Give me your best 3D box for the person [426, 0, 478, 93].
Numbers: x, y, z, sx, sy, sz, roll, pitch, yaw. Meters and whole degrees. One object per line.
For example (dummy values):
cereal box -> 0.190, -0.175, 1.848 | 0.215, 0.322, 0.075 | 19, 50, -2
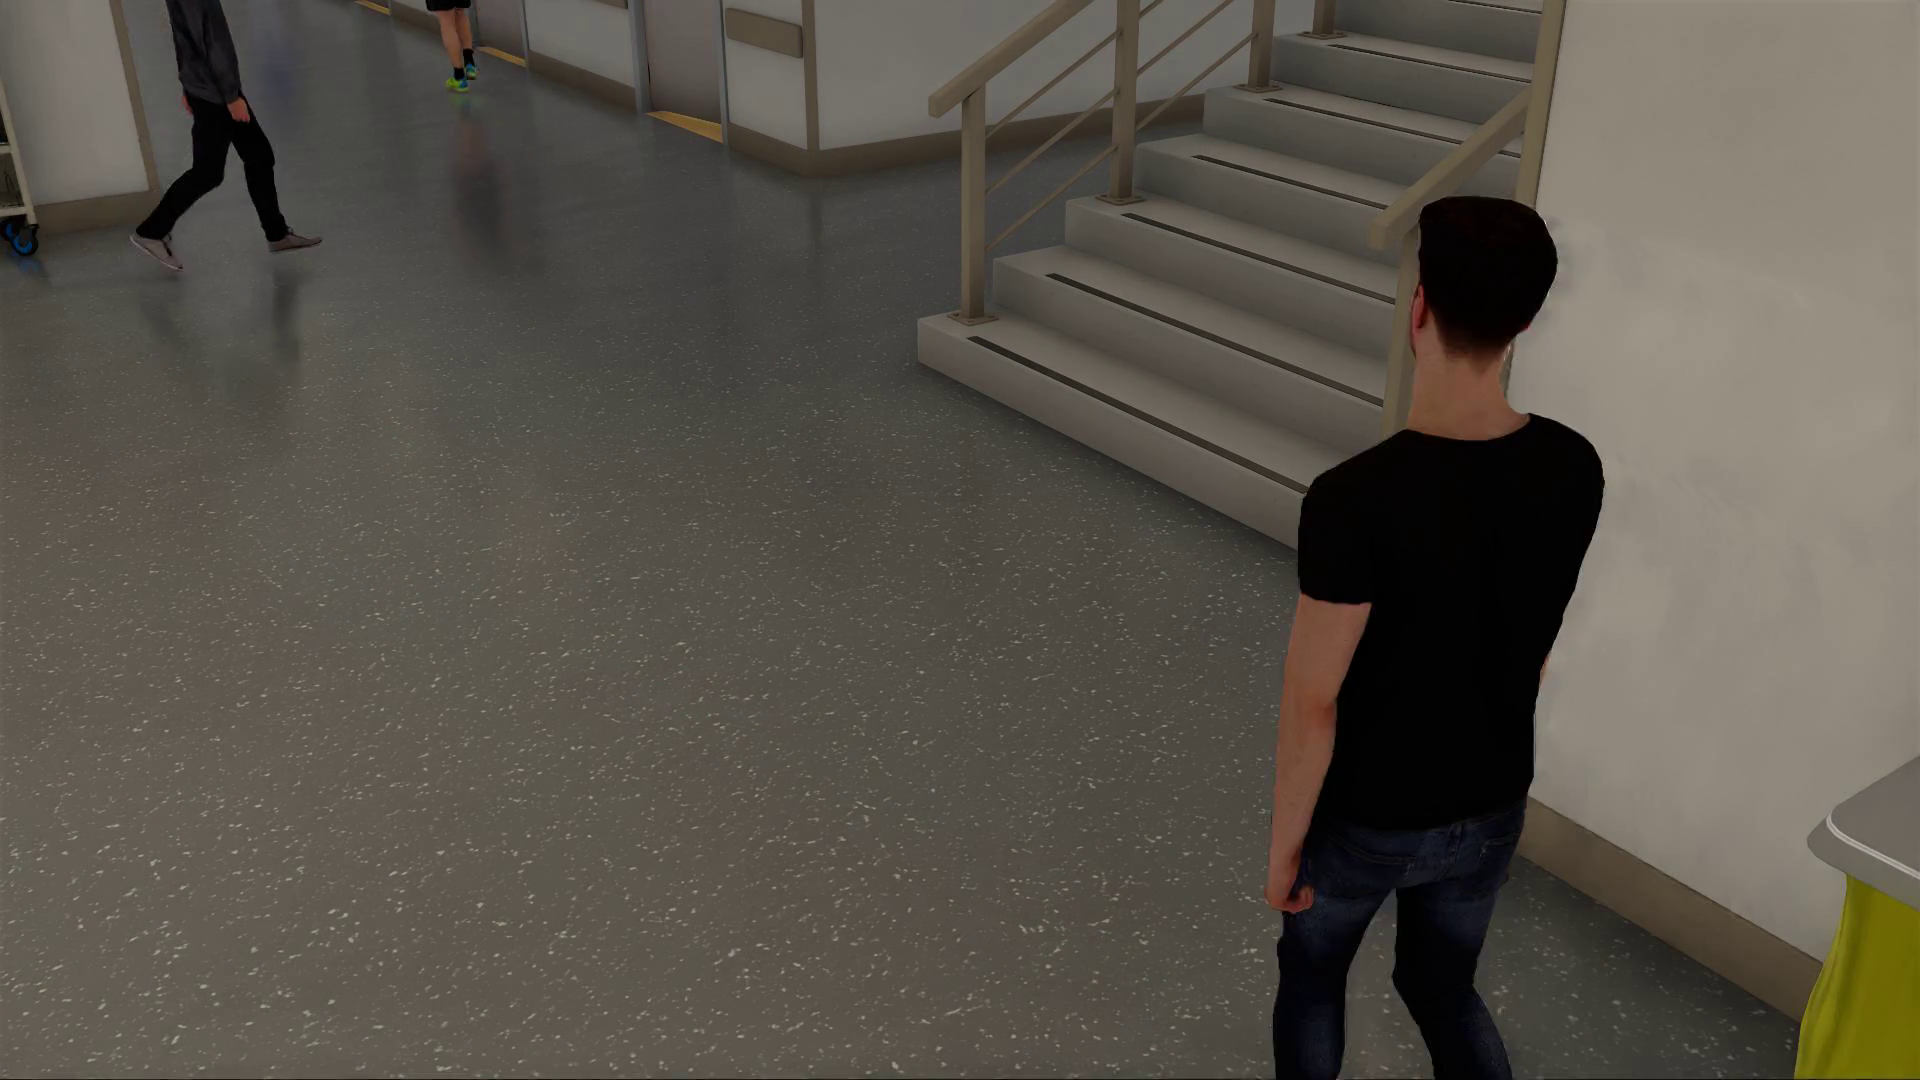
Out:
person -> -3.803, -4.298, 12.398 | 0.578, 1.876, 0.771 | -20, 32, -35

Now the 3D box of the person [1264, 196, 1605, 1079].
person -> 0.751, 0.452, 2.557 | 1.115, 1.867, 0.981 | -7, 27, -14

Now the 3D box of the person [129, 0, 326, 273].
person -> -3.754, -2.167, 8.150 | 1.176, 1.728, 0.761 | -11, 28, -22
